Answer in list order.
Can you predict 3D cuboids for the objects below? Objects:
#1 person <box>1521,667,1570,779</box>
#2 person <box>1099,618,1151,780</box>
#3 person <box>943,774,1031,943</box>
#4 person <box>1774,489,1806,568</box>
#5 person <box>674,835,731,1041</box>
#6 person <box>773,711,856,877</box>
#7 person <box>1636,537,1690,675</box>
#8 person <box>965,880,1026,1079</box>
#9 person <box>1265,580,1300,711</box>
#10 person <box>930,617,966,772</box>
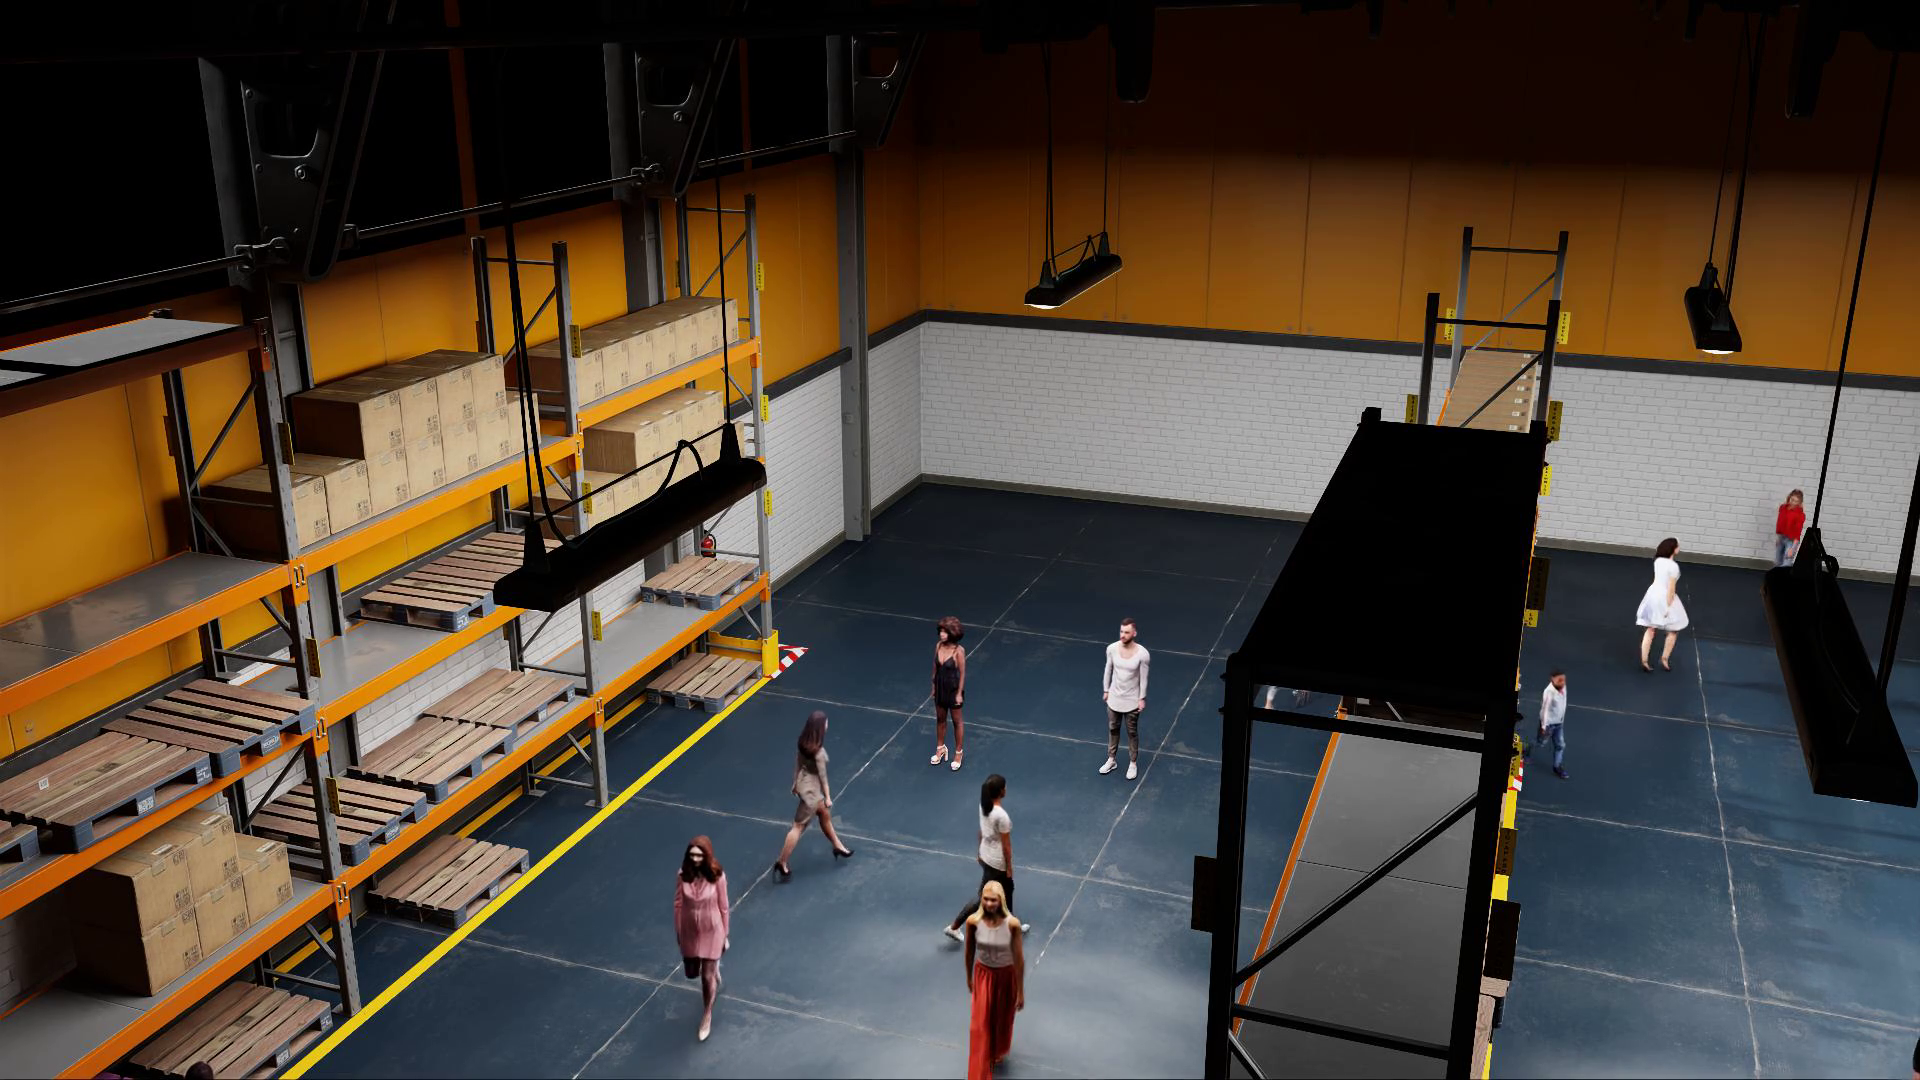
[{"bbox_3d":[6.500,1.974,18.406,0.839,1.240,0.867,-10,21,-27],"label":"person"},{"bbox_3d":[1.809,1.709,18.252,0.686,1.841,0.587,9,21,24],"label":"person"},{"bbox_3d":[0.233,2.929,15.002,1.102,1.601,1.063,-7,20,-21],"label":"person"},{"bbox_3d":[11.656,0.045,23.440,0.906,1.682,0.754,-1,19,-2],"label":"person"},{"bbox_3d":[-2.107,3.233,13.810,0.735,1.786,0.953,3,19,8],"label":"person"},{"bbox_3d":[-1.524,2.510,16.109,1.180,1.689,1.070,-11,21,-29],"label":"person"},{"bbox_3d":[8.725,0.844,20.884,0.974,1.800,0.923,-7,20,-20],"label":"person"},{"bbox_3d":[0.301,3.465,13.178,0.831,1.751,1.290,2,19,7],"label":"person"},{"bbox_3d":[3.810,1.263,19.722,1.046,1.747,0.904,-13,23,-35],"label":"person"},{"bbox_3d":[-0.120,1.681,18.415,0.617,1.789,0.612,13,22,33],"label":"person"}]
